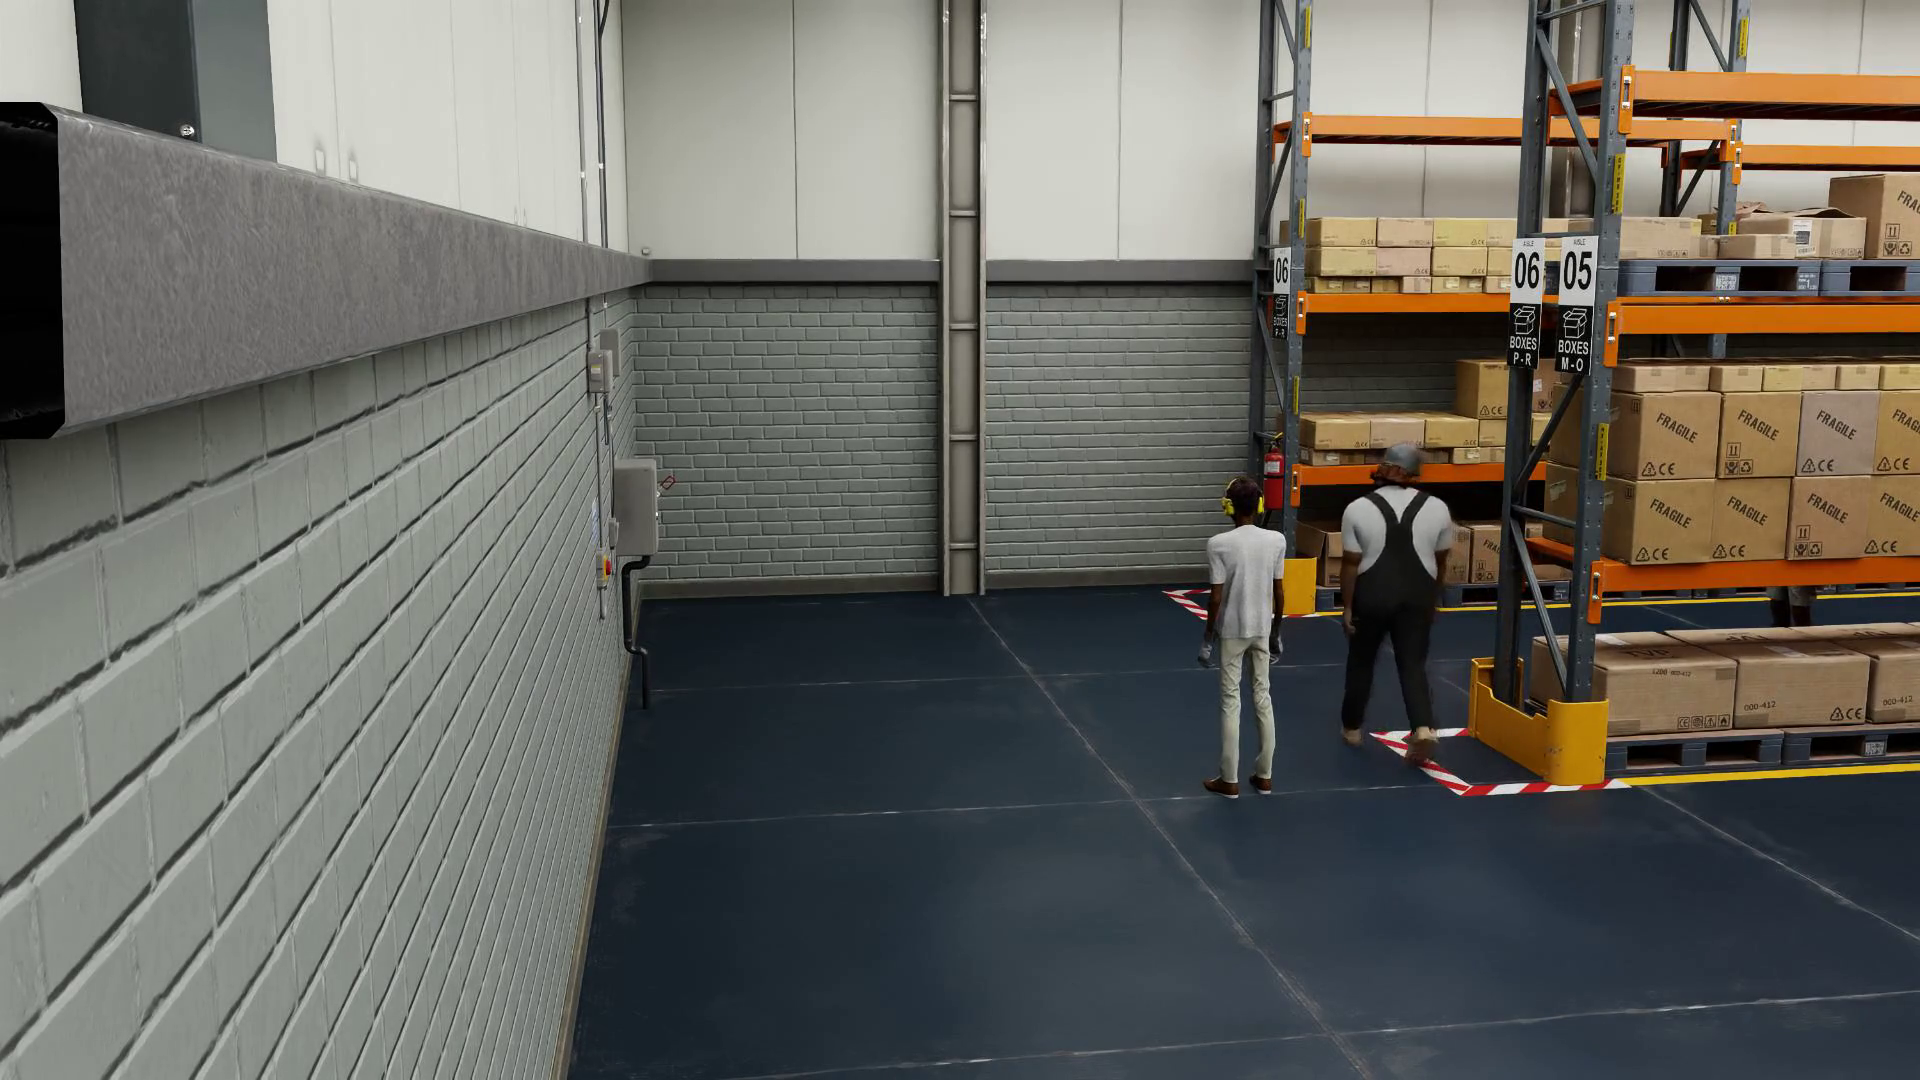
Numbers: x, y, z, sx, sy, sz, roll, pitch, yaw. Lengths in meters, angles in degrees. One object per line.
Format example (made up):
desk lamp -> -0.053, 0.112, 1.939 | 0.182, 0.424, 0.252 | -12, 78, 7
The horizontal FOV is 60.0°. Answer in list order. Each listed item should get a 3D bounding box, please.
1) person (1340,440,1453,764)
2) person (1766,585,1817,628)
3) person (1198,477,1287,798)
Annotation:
person -> 2.707, 0.348, 10.349 | 0.683, 2.000, 0.900 | 1, 9, 6
person -> 5.889, 0.112, 11.808 | 0.393, 2.040, 0.611 | -1, 9, -8
person -> 1.621, 0.560, 9.592 | 0.520, 1.865, 0.328 | -3, 10, -17
